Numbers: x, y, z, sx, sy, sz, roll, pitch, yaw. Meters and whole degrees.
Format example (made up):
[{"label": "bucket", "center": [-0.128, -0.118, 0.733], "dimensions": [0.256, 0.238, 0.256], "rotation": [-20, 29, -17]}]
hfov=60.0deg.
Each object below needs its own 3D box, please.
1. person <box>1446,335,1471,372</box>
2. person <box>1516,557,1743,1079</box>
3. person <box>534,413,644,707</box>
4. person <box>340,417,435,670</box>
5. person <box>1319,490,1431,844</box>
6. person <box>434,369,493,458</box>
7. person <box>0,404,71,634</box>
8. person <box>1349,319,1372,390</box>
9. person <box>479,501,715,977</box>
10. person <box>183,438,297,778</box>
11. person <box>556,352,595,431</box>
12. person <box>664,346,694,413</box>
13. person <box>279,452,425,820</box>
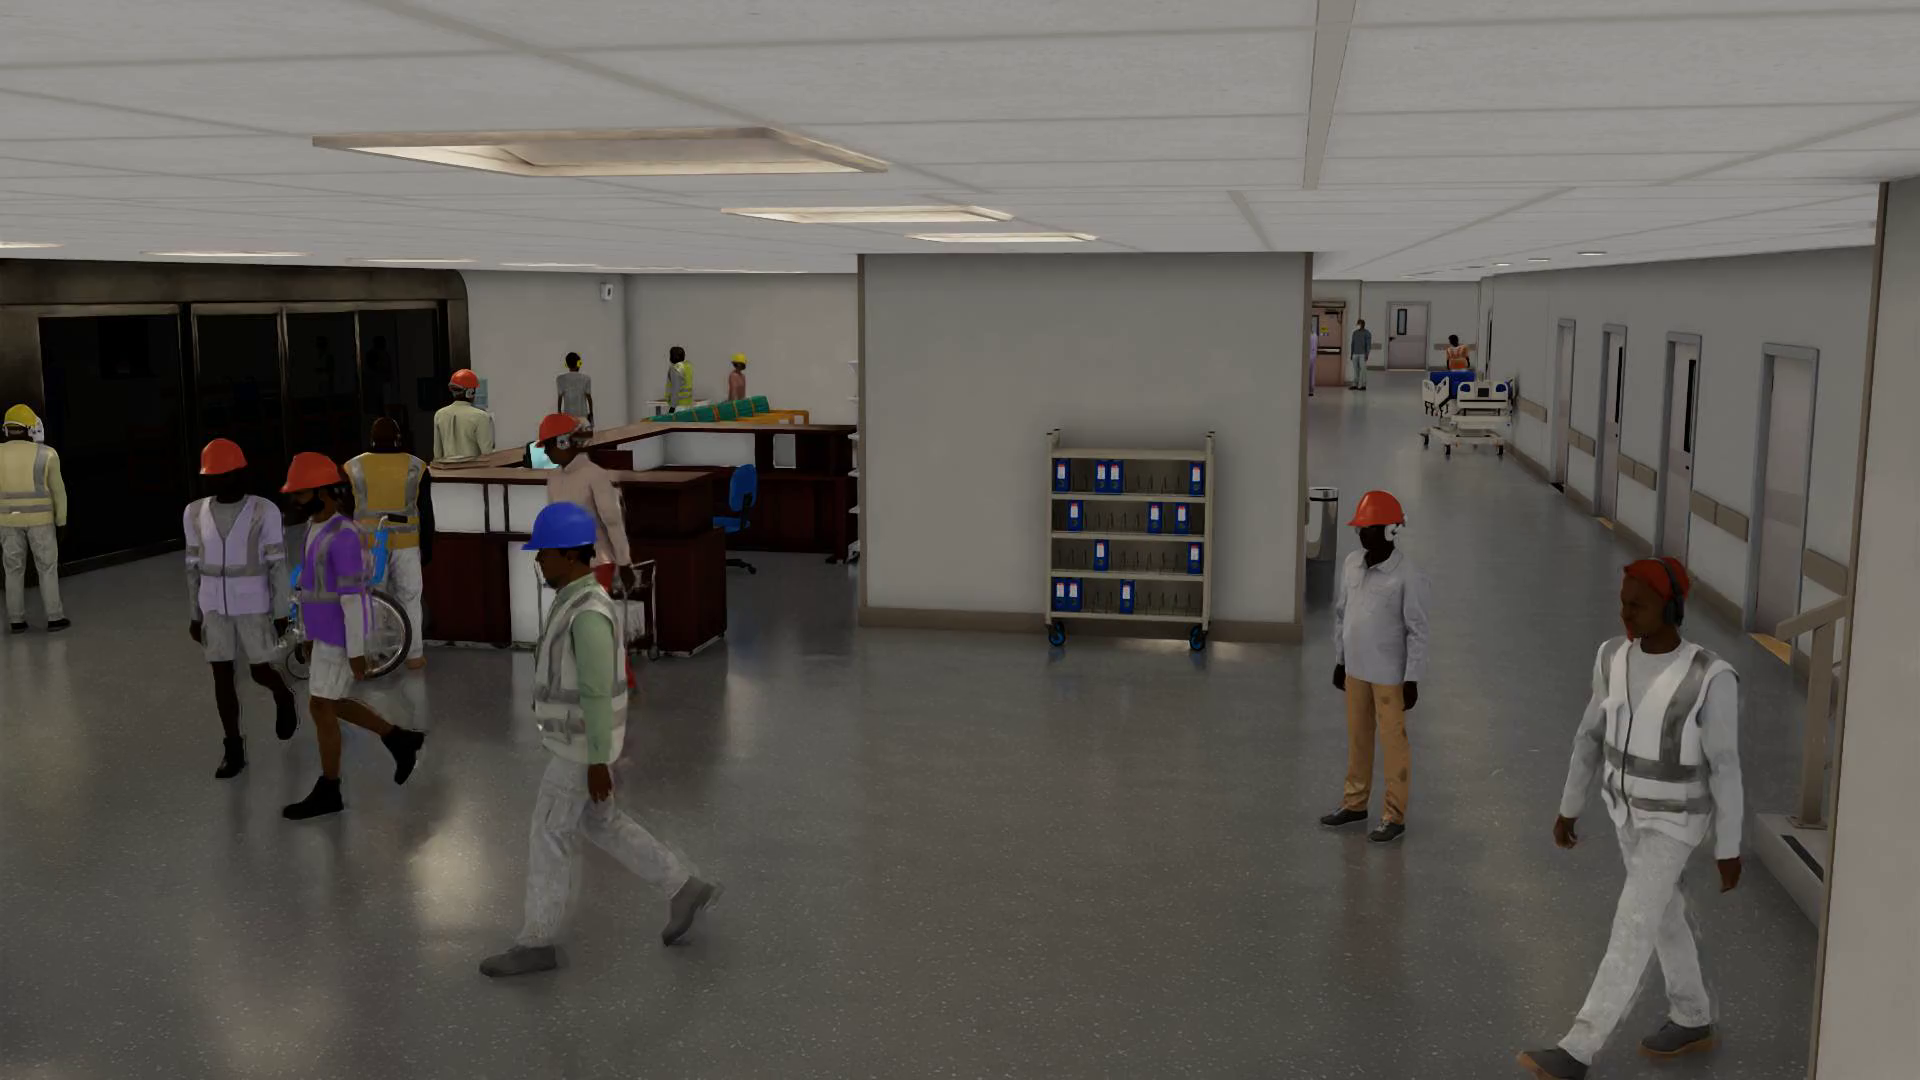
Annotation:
[{"label": "person", "center": [12.128, -4.166, 40.433], "dimensions": [0.641, 1.646, 0.343], "rotation": [7, 11, 38]}, {"label": "person", "center": [2.313, 0.968, 5.733], "dimensions": [0.972, 1.828, 0.614], "rotation": [-3, 9, -20]}, {"label": "person", "center": [-2.452, 0.144, 10.825], "dimensions": [0.535, 1.947, 0.645], "rotation": [-8, 12, -43]}, {"label": "person", "center": [-4.097, 0.035, 11.949], "dimensions": [0.631, 1.835, 0.429], "rotation": [-3, 9, -19]}, {"label": "person", "center": [2.064, 0.623, 8.289], "dimensions": [0.336, 1.753, 0.564], "rotation": [-5, 10, -30]}, {"label": "person", "center": [-4.650, -0.612, 15.688], "dimensions": [0.623, 1.993, 0.384], "rotation": [3, 9, 20]}, {"label": "person", "center": [-7.441, -0.166, 13.269], "dimensions": [0.598, 1.830, 0.403], "rotation": [-2, 9, -14]}, {"label": "person", "center": [10.894, -5.042, 45.278], "dimensions": [0.372, 1.940, 0.631], "rotation": [-7, 11, -38]}, {"label": "person", "center": [-1.469, 0.783, 6.724], "dimensions": [0.909, 1.915, 0.621], "rotation": [-3, 9, -17]}, {"label": "person", "center": [-4.124, 0.354, 9.559], "dimensions": [0.549, 1.915, 0.720], "rotation": [0, 9, -3]}, {"label": "person", "center": [-5.419, -1.714, 23.450], "dimensions": [0.518, 1.865, 0.330], "rotation": [-1, 9, -10]}, {"label": "person", "center": [-4.471, -2.153, 26.435], "dimensions": [0.429, 1.841, 0.633], "rotation": [2, 9, 14]}, {"label": "person", "center": [-3.218, 0.477, 8.747], "dimensions": [0.705, 1.913, 0.547], "rotation": [-6, 10, -33]}]
